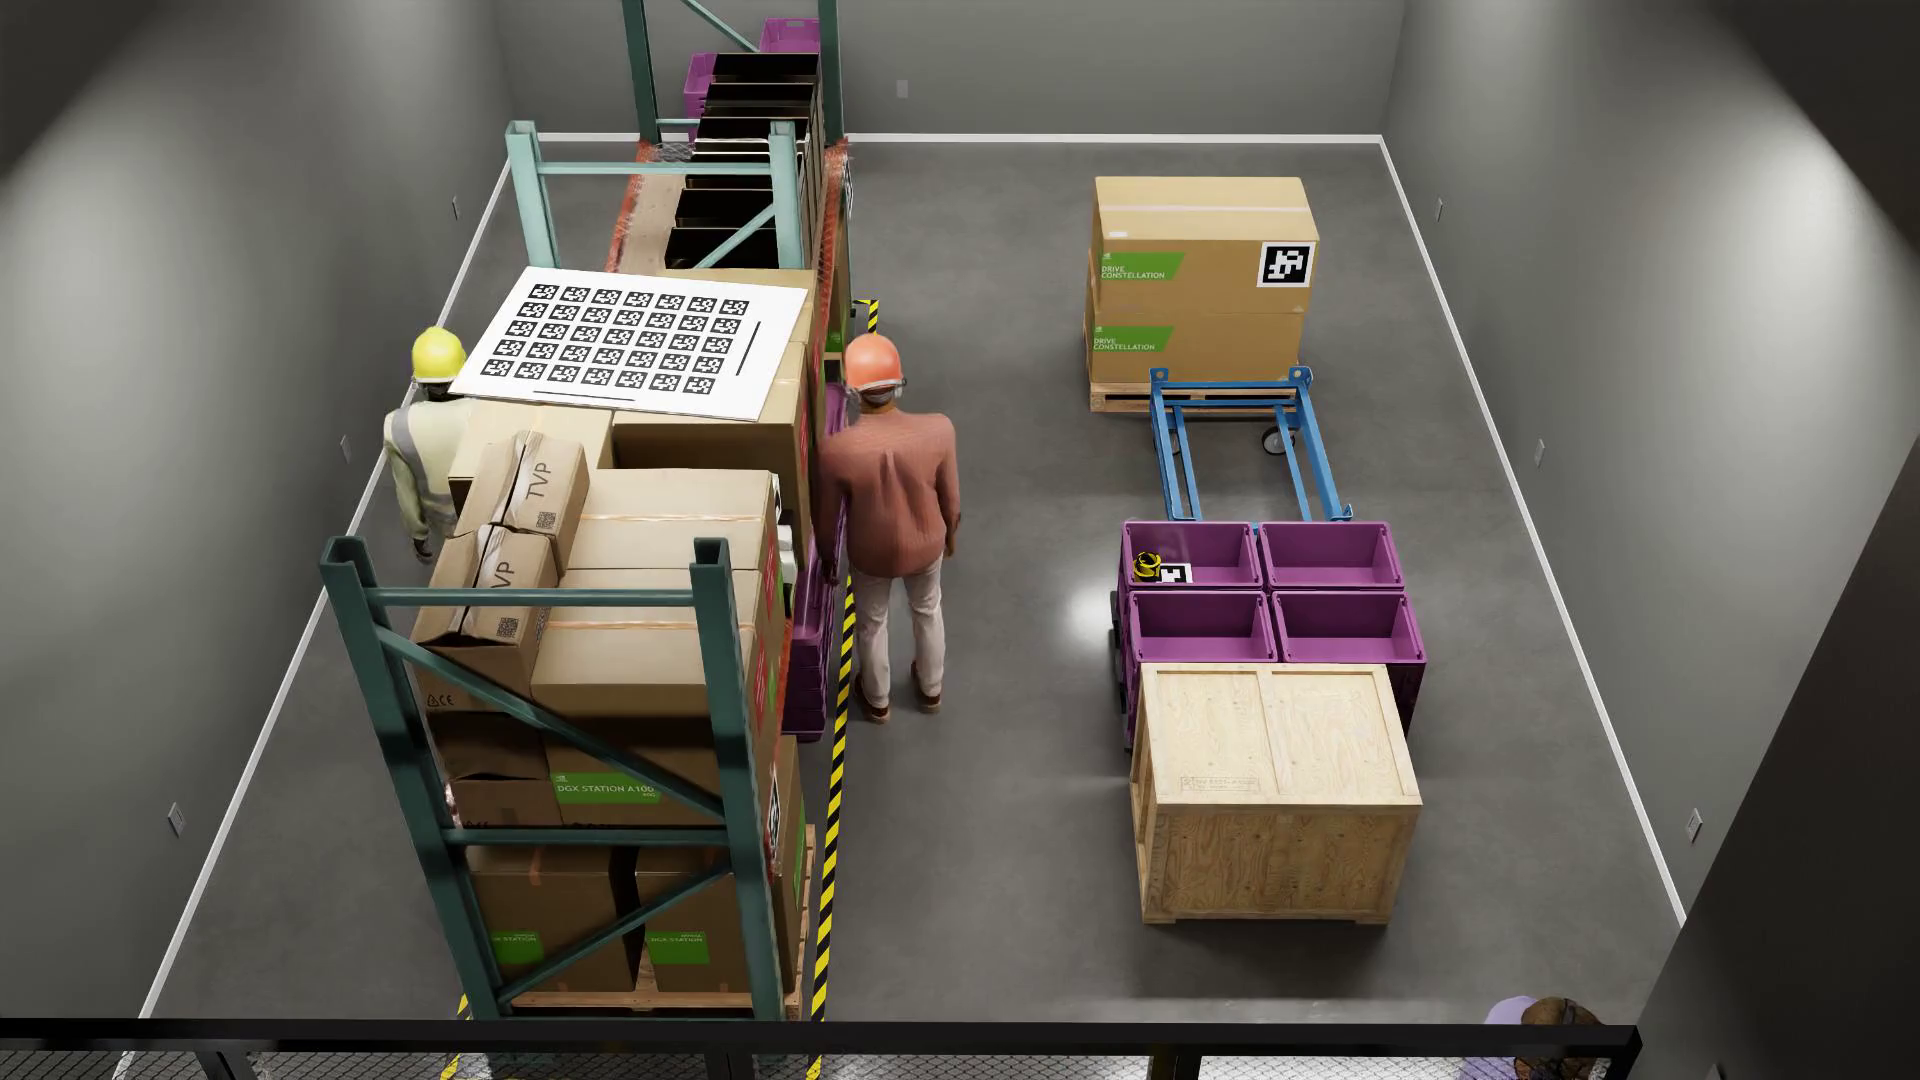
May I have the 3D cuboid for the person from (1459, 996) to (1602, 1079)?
[{"bbox_3d":[1.539,1.933,4.909,0.369,1.938,0.630,12,43,14],"label":"person"}]

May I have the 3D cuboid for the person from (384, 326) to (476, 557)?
[{"bbox_3d":[-2.145,-0.108,7.346,0.607,1.804,0.881,-3,41,-3],"label":"person"}]

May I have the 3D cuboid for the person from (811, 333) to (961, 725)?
[{"bbox_3d":[-0.318,-0.006,7.095,0.634,1.973,0.450,-10,42,-11],"label":"person"}]
